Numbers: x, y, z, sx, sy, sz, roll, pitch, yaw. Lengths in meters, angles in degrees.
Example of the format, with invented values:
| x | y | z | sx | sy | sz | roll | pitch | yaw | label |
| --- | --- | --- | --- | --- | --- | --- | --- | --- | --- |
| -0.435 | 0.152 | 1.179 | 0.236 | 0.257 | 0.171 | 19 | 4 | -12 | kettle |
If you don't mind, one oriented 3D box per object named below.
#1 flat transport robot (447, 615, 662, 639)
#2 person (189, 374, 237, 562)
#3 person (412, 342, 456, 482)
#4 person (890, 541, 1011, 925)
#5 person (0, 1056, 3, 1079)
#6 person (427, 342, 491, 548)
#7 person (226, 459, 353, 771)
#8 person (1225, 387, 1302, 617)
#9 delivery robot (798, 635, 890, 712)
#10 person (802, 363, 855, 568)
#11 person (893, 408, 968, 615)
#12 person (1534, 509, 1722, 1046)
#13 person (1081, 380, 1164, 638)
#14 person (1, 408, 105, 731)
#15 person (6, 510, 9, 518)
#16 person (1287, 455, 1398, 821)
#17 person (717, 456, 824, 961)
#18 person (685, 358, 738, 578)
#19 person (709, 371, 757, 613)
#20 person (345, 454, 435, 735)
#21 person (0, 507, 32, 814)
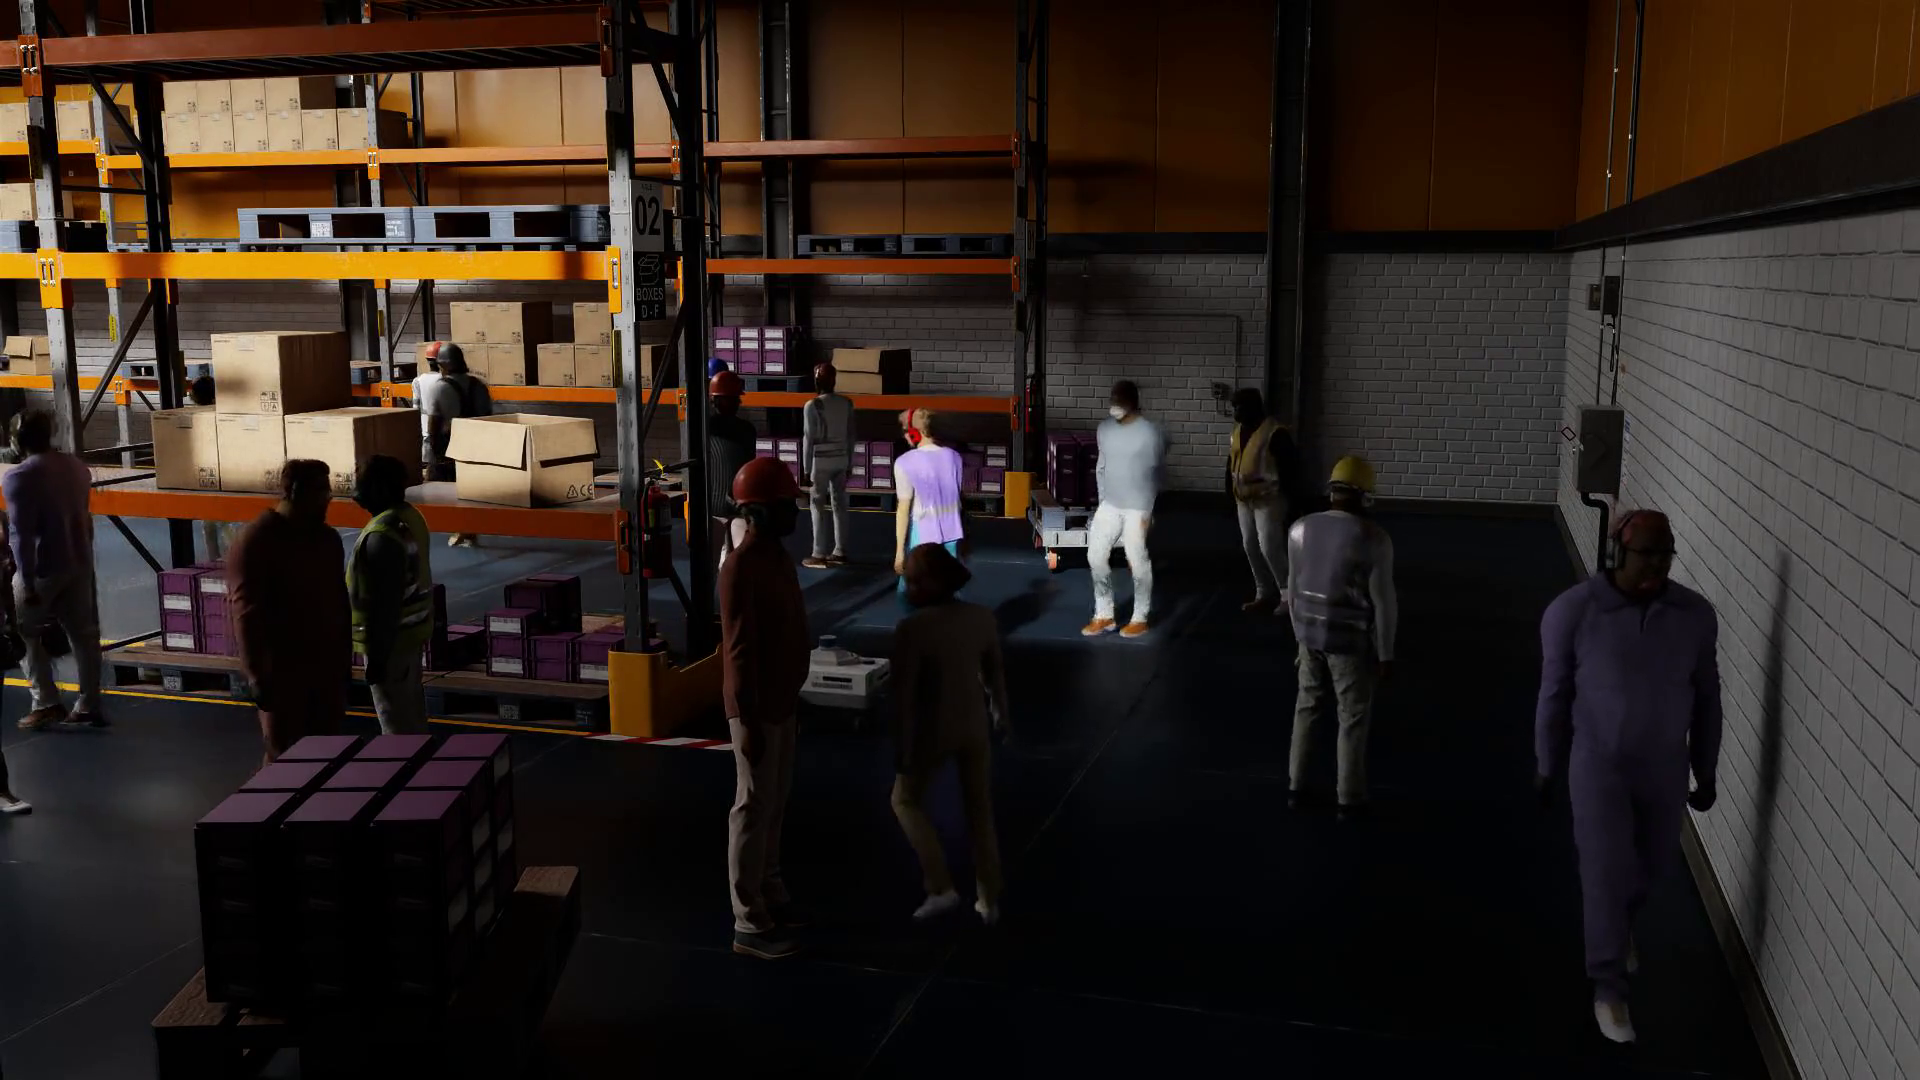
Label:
| x | y | z | sx | sy | sz | roll | pitch | yaw | label |
| --- | --- | --- | --- | --- | --- | --- | --- | --- | --- |
| -2.920 | 0.672 | 11.849 | 1.431 | 0.197 | 0.652 | 3 | 10 | 17 | flat transport robot |
| -6.333 | -0.474 | 14.051 | 0.371 | 1.854 | 0.517 | 9 | 13 | 43 | person |
| -5.635 | -1.173 | 18.026 | 0.543 | 1.939 | 0.360 | 2 | 10 | 13 | person |
| -0.024 | 0.814 | 6.898 | 0.608 | 1.616 | 0.408 | -6 | 11 | -32 | person |
| -2.292 | 1.250 | 3.672 | 0.956 | 1.797 | 0.510 | 0 | 9 | 0 | person |
| -4.897 | -0.920 | 16.172 | 0.549 | 2.000 | 0.692 | 8 | 12 | 40 | person |
| -3.033 | 0.570 | 7.605 | 0.558 | 1.871 | 0.692 | 4 | 10 | 24 | person |
| 2.359 | -0.303 | 13.142 | 0.457 | 1.803 | 0.654 | -6 | 11 | -30 | person |
| -0.779 | 0.809 | 9.867 | 0.707 | 0.478 | 0.477 | 3 | 10 | 17 | delivery robot |
| -1.206 | -0.682 | 15.235 | 0.586 | 1.878 | 0.358 | -8 | 13 | -42 | person |
| -0.182 | 0.033 | 11.039 | 0.654 | 1.811 | 0.502 | -8 | 12 | -39 | person |
| 2.466 | 0.806 | 6.150 | 0.661 | 1.881 | 0.848 | 0 | 9 | 1 | person |
| 1.181 | -0.211 | 12.209 | 0.674 | 1.914 | 0.650 | -9 | 13 | -44 | person |
| -5.381 | 0.184 | 9.828 | 0.558 | 1.921 | 0.649 | 3 | 10 | 17 | person |
| -10.371 | -1.059 | 17.470 | 0.764 | 1.926 | 0.643 | 0 | 9 | 1 | person |
| 1.909 | 0.489 | 8.283 | 0.426 | 1.814 | 0.614 | -9 | 13 | -42 | person |
| -0.769 | 0.660 | 6.675 | 0.375 | 1.997 | 0.611 | 1 | 9 | 9 | person |
| -2.157 | -0.635 | 14.715 | 0.406 | 1.945 | 0.614 | 6 | 11 | 34 | person |
| -1.700 | -0.235 | 12.132 | 0.379 | 1.996 | 0.611 | 9 | 13 | 43 | person |
| -2.797 | 0.496 | 8.142 | 0.429 | 1.847 | 0.627 | -1 | 9 | -8 | person |
| -4.879 | 0.451 | 8.157 | 0.371 | 1.925 | 0.595 | 4 | 10 | 25 | person |
